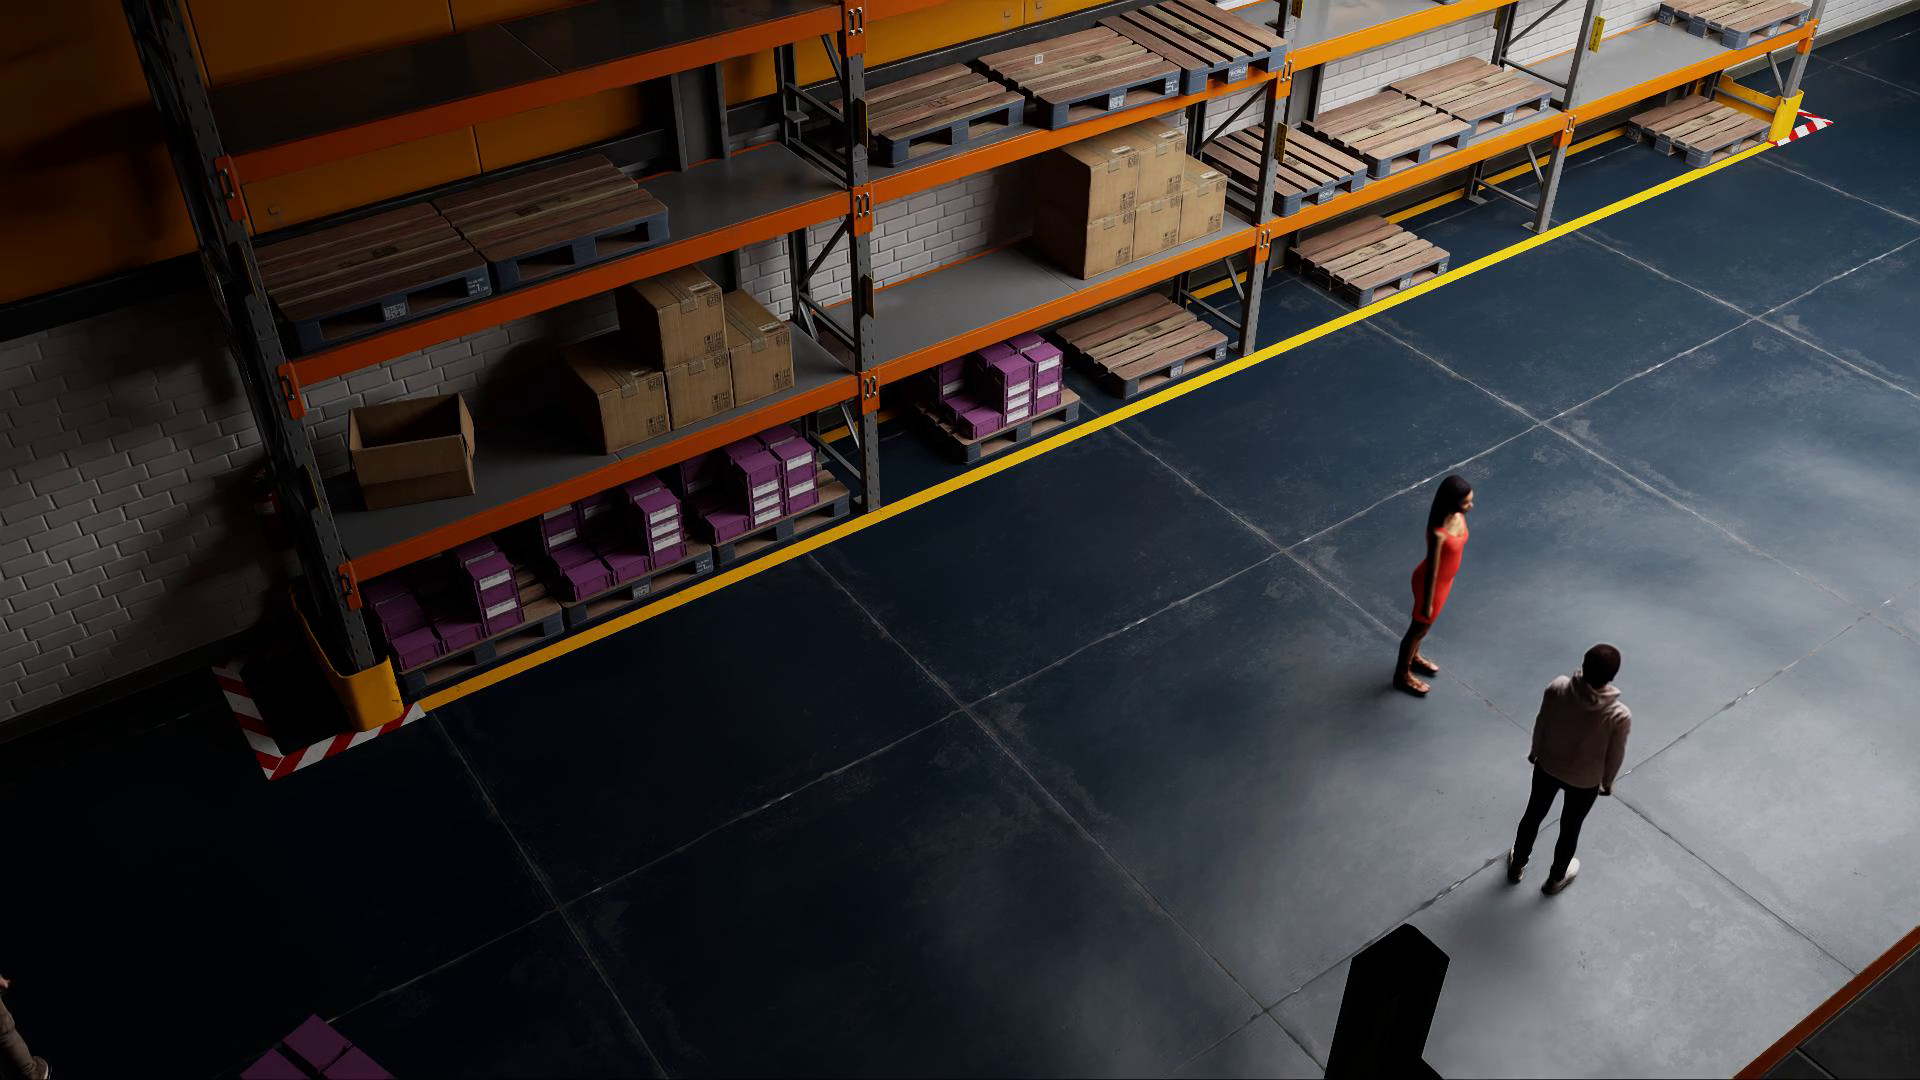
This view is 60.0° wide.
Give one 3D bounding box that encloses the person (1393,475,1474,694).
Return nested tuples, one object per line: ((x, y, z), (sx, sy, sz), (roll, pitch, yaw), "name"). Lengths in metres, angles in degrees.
((3.165, 0.282, 11.144), (0.714, 1.718, 0.598), (18, 42, 21), "person")

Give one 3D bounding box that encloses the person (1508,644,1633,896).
((3.550, 1.336, 9.715), (0.743, 1.853, 0.712), (22, 43, 25), "person")
